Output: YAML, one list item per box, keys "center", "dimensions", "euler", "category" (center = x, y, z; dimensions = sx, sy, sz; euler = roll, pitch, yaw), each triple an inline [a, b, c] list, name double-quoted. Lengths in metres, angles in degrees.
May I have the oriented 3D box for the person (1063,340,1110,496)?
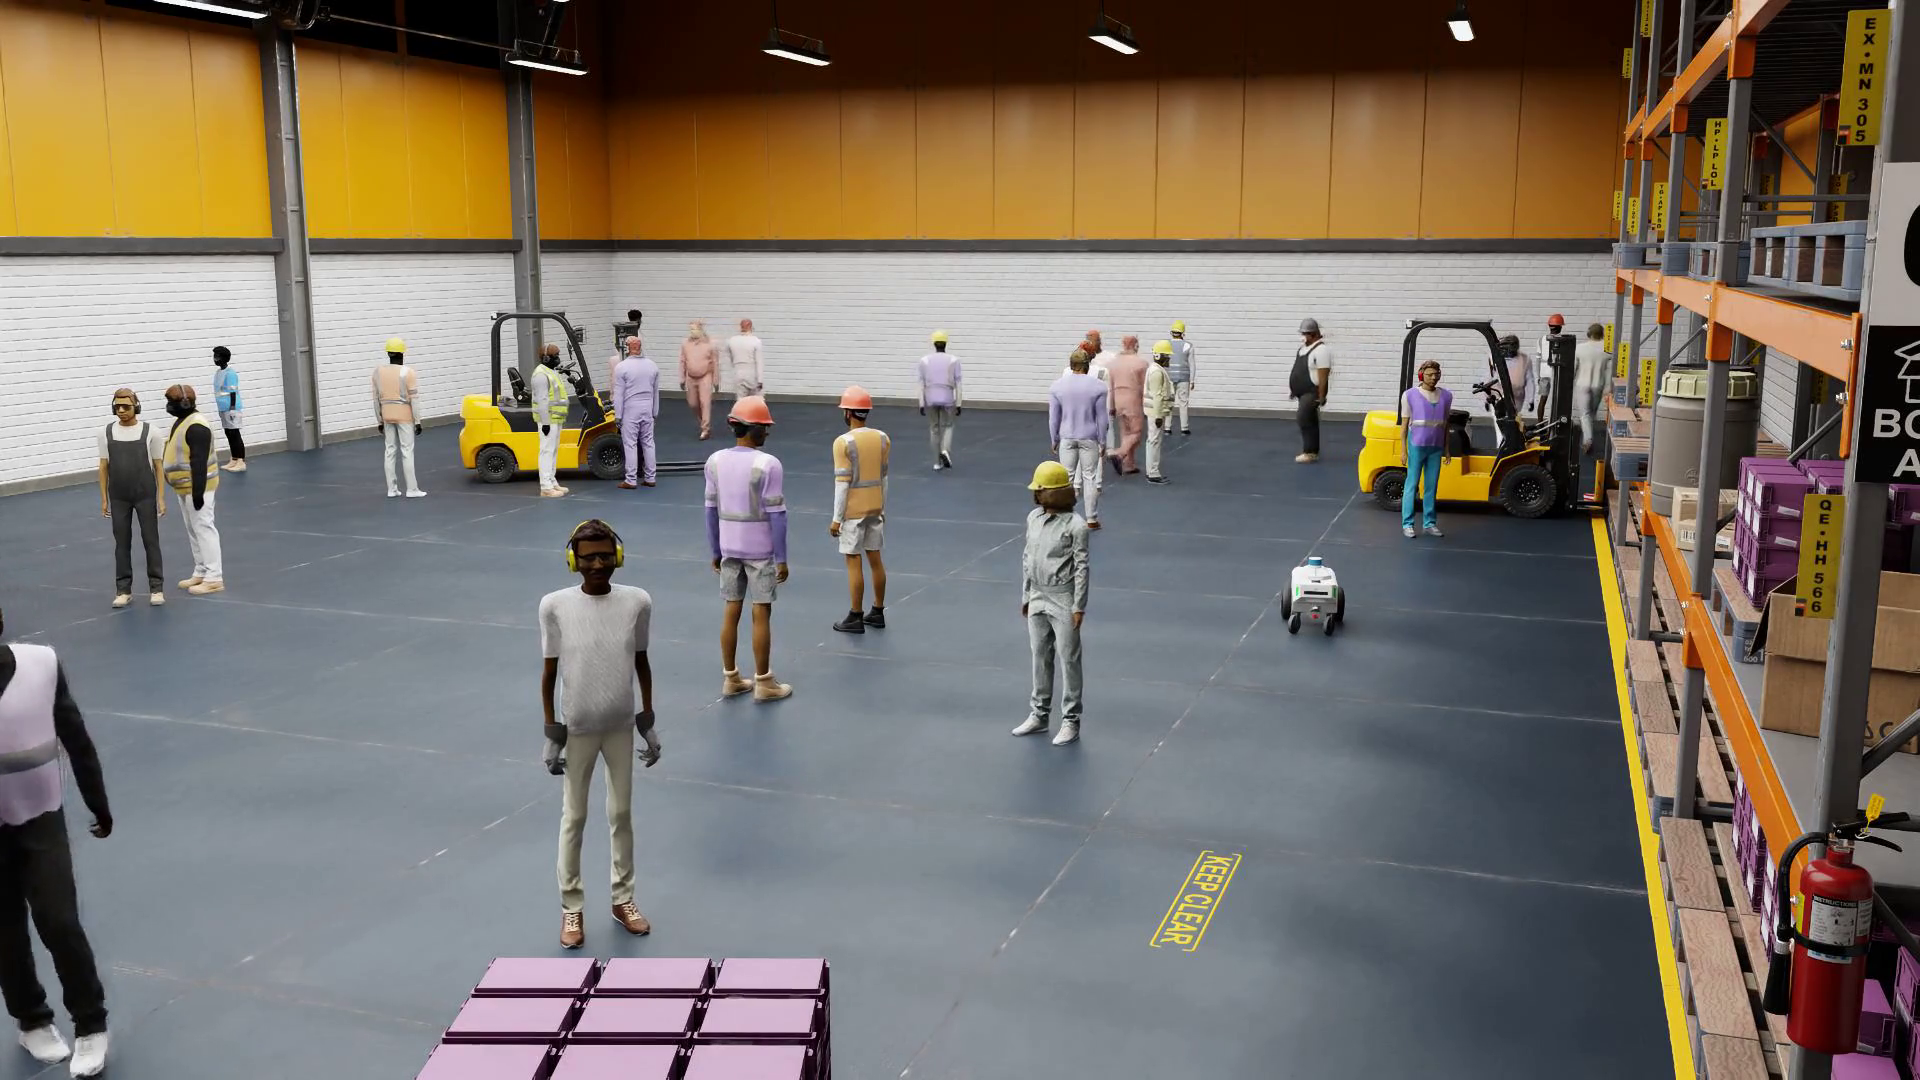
- center: [1.525, -1.473, 20.157]
  dimensions: [0.583, 1.882, 0.337]
  euler: [0, 10, -1]
  category: "person"

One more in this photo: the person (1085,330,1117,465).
- center: [1.965, -1.948, 22.964]
  dimensions: [0.705, 1.854, 0.348]
  euler: [4, 11, 23]
  category: "person"

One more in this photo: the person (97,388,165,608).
- center: [-6.942, -0.354, 13.964]
  dimensions: [0.506, 1.846, 0.346]
  euler: [-3, 11, -17]
  category: "person"

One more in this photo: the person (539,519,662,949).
- center: [-1.559, 0.826, 7.249]
  dimensions: [0.521, 1.873, 0.335]
  euler: [-5, 11, -24]
  category: "person"

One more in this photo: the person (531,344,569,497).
- center: [-4.945, -1.447, 20.130]
  dimensions: [0.429, 1.841, 0.634]
  euler: [0, 10, -1]
  category: "person"

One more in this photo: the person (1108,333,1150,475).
- center: [2.199, -1.766, 21.795]
  dimensions: [0.687, 1.886, 0.651]
  euler: [-9, 14, -43]
  category: "person"

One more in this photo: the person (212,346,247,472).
- center: [-9.819, -1.759, 22.317]
  dimensions: [0.321, 1.690, 0.536]
  euler: [-9, 14, -43]
  category: "person"

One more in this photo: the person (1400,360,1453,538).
- center: [4.833, -0.947, 17.301]
  dimensions: [0.571, 1.845, 0.380]
  euler: [-3, 10, -15]
  category: "person"

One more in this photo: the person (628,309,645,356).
- center: [-5.499, -2.915, 28.094]
  dimensions: [0.395, 1.954, 0.609]
  euler: [4, 11, 20]
  category: "person"

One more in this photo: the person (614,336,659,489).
- center: [-4.055, -1.588, 20.770]
  dimensions: [0.401, 1.903, 0.644]
  euler: [9, 14, 42]
  category: "person"

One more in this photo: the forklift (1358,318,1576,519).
- center: [5.787, -1.437, 19.079]
  dimensions: [2.313, 2.155, 1.214]
  euler: [3, 11, 19]
  category: "forklift"

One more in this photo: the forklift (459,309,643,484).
- center: [-5.354, -1.902, 21.697]
  dimensions: [2.313, 2.155, 1.214]
  euler: [-2, 10, -13]
  category: "forklift"

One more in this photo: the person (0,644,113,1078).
- center: [-3.419, 1.058, 5.976]
  dimensions: [0.691, 1.863, 0.635]
  euler: [-7, 12, -33]
  category: "person"

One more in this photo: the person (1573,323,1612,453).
- center: [9.243, -2.222, 24.328]
  dimensions: [0.631, 1.911, 0.948]
  euler: [1, 10, 6]
  category: "person"

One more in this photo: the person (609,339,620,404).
- center: [-4.890, -2.137, 24.229]
  dimensions: [0.309, 1.769, 0.523]
  euler: [8, 13, 39]
  category: "person"

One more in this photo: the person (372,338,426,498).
- center: [-6.730, -1.456, 19.938]
  dimensions: [0.585, 1.928, 0.369]
  euler: [2, 10, 12]
  category: "person"

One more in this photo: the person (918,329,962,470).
- center: [-0.269, -1.879, 22.383]
  dimensions: [0.586, 1.911, 0.481]
  euler: [1, 10, 4]
  category: "person"

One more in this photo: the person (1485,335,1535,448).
- center: [7.662, -1.957, 23.177]
  dimensions: [0.642, 1.789, 0.994]
  euler: [0, 10, 2]
  category: "person"

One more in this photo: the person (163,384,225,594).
- center: [-6.720, -0.449, 14.553]
  dimensions: [0.430, 1.835, 0.622]
  euler: [-8, 13, -38]
  category: "person"

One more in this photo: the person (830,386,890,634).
- center: [-0.800, -0.236, 13.034]
  dimensions: [0.361, 1.939, 0.543]
  euler: [10, 14, 43]
  category: "person"

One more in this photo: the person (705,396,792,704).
- center: [-1.393, 0.061, 11.077]
  dimensions: [0.613, 2.039, 0.393]
  euler: [6, 12, 29]
  category: "person"

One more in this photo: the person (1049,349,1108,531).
- center: [1.254, -1.053, 17.648]
  dimensions: [0.629, 1.937, 0.376]
  euler: [2, 10, 13]
  category: "person"

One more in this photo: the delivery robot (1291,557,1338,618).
- center: [2.812, 0.380, 13.200]
  dimensions: [0.477, 0.478, 0.707]
  euler: [2, 10, 10]
  category: "delivery robot"

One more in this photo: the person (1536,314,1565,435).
- center: [9.448, -2.630, 26.519]
  dimensions: [0.361, 1.940, 0.543]
  euler: [-7, 12, -36]
  category: "person"

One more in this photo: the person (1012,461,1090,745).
- center: [0.559, 0.380, 10.135]
  dimensions: [0.483, 1.738, 0.313]
  euler: [10, 14, 44]
  category: "person"

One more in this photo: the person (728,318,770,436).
- center: [-3.367, -2.559, 26.304]
  dimensions: [0.659, 1.881, 0.651]
  euler: [4, 11, 23]
  category: "person"

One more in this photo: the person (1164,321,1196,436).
- center: [3.465, -2.571, 26.482]
  dimensions: [0.590, 1.833, 0.404]
  euler: [4, 11, 20]
  category: "person"

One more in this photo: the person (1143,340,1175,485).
- center: [2.532, -1.627, 21.177]
  dimensions: [0.404, 1.829, 0.591]
  euler: [1, 10, 4]
  category: "person"

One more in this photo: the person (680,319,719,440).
- center: [-4.067, -2.525, 26.105]
  dimensions: [0.664, 1.877, 0.746]
  euler: [3, 10, 14]
  category: "person"

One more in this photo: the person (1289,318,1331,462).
- center: [4.836, -2.104, 23.268]
  dimensions: [0.643, 2.000, 0.702]
  euler: [-2, 10, -10]
  category: "person"
